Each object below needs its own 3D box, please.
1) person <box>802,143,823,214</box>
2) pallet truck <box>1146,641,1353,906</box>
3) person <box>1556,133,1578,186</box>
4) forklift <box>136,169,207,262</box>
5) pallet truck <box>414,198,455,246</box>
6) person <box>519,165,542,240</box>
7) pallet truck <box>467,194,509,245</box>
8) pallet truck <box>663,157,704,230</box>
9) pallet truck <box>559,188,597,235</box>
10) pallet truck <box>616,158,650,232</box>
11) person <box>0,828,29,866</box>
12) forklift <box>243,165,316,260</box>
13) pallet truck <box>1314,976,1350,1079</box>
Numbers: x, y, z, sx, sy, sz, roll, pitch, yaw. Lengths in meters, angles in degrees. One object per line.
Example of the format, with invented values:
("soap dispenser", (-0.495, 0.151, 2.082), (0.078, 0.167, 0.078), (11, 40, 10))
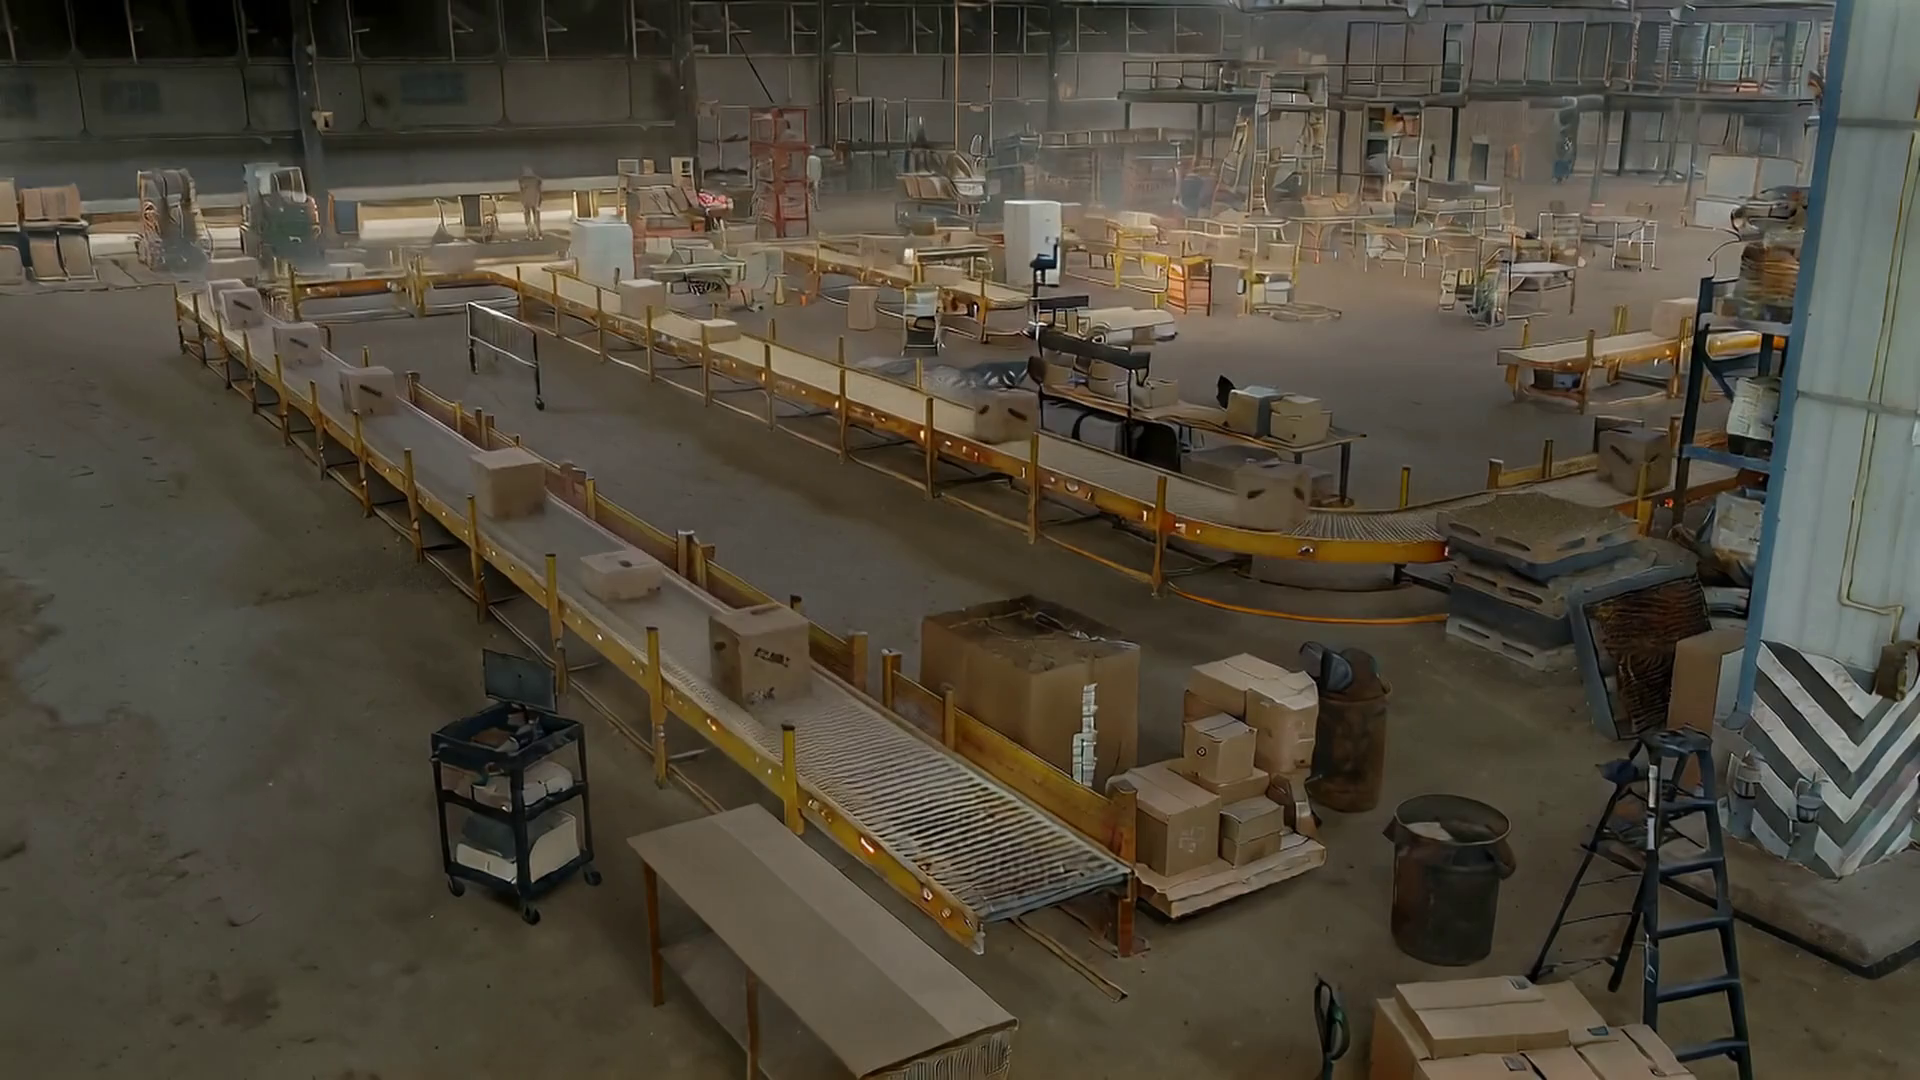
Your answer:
("person", (-4.354, -10.671, 49.148), (0.605, 2.045, 0.381), (-4, 17, -13))
("pallet truck", (1.664, 1.407, 10.232), (1.630, 1.274, 0.653), (-10, 20, -31))
("person", (21.452, -13.413, 58.640), (0.980, 1.840, 0.590), (-10, 19, -30))
("forklift", (-17.842, -7.318, 37.559), (1.157, 1.987, 2.680), (-10, 20, -31))
("pallet truck", (-13.250, -8.060, 41.856), (0.680, 1.201, 1.601), (-10, 20, -31))
("person", (-11.056, -8.672, 42.732), (0.404, 1.911, 0.636), (12, 21, 35))
("pallet truck", (-11.983, -8.177, 42.137), (0.704, 1.261, 1.522), (-11, 20, -33))
("pallet truck", (-7.586, -9.308, 44.692), (0.823, 1.965, 1.885), (-11, 20, -33))
("pallet truck", (-10.010, -8.652, 43.699), (0.653, 1.274, 1.630), (-10, 20, -31))
("pallet truck", (-8.918, -9.176, 44.255), (0.823, 1.965, 1.885), (-9, 19, -27))
("person", (-6.232, 1.192, 9.918), (0.607, 1.901, 0.970), (9, 19, 28))
("forklift", (-15.898, -7.669, 38.708), (1.157, 1.987, 2.680), (-11, 20, -33))
("pallet truck", (2.299, 2.390, 7.086), (1.601, 1.201, 0.680), (-2, 17, -7))
